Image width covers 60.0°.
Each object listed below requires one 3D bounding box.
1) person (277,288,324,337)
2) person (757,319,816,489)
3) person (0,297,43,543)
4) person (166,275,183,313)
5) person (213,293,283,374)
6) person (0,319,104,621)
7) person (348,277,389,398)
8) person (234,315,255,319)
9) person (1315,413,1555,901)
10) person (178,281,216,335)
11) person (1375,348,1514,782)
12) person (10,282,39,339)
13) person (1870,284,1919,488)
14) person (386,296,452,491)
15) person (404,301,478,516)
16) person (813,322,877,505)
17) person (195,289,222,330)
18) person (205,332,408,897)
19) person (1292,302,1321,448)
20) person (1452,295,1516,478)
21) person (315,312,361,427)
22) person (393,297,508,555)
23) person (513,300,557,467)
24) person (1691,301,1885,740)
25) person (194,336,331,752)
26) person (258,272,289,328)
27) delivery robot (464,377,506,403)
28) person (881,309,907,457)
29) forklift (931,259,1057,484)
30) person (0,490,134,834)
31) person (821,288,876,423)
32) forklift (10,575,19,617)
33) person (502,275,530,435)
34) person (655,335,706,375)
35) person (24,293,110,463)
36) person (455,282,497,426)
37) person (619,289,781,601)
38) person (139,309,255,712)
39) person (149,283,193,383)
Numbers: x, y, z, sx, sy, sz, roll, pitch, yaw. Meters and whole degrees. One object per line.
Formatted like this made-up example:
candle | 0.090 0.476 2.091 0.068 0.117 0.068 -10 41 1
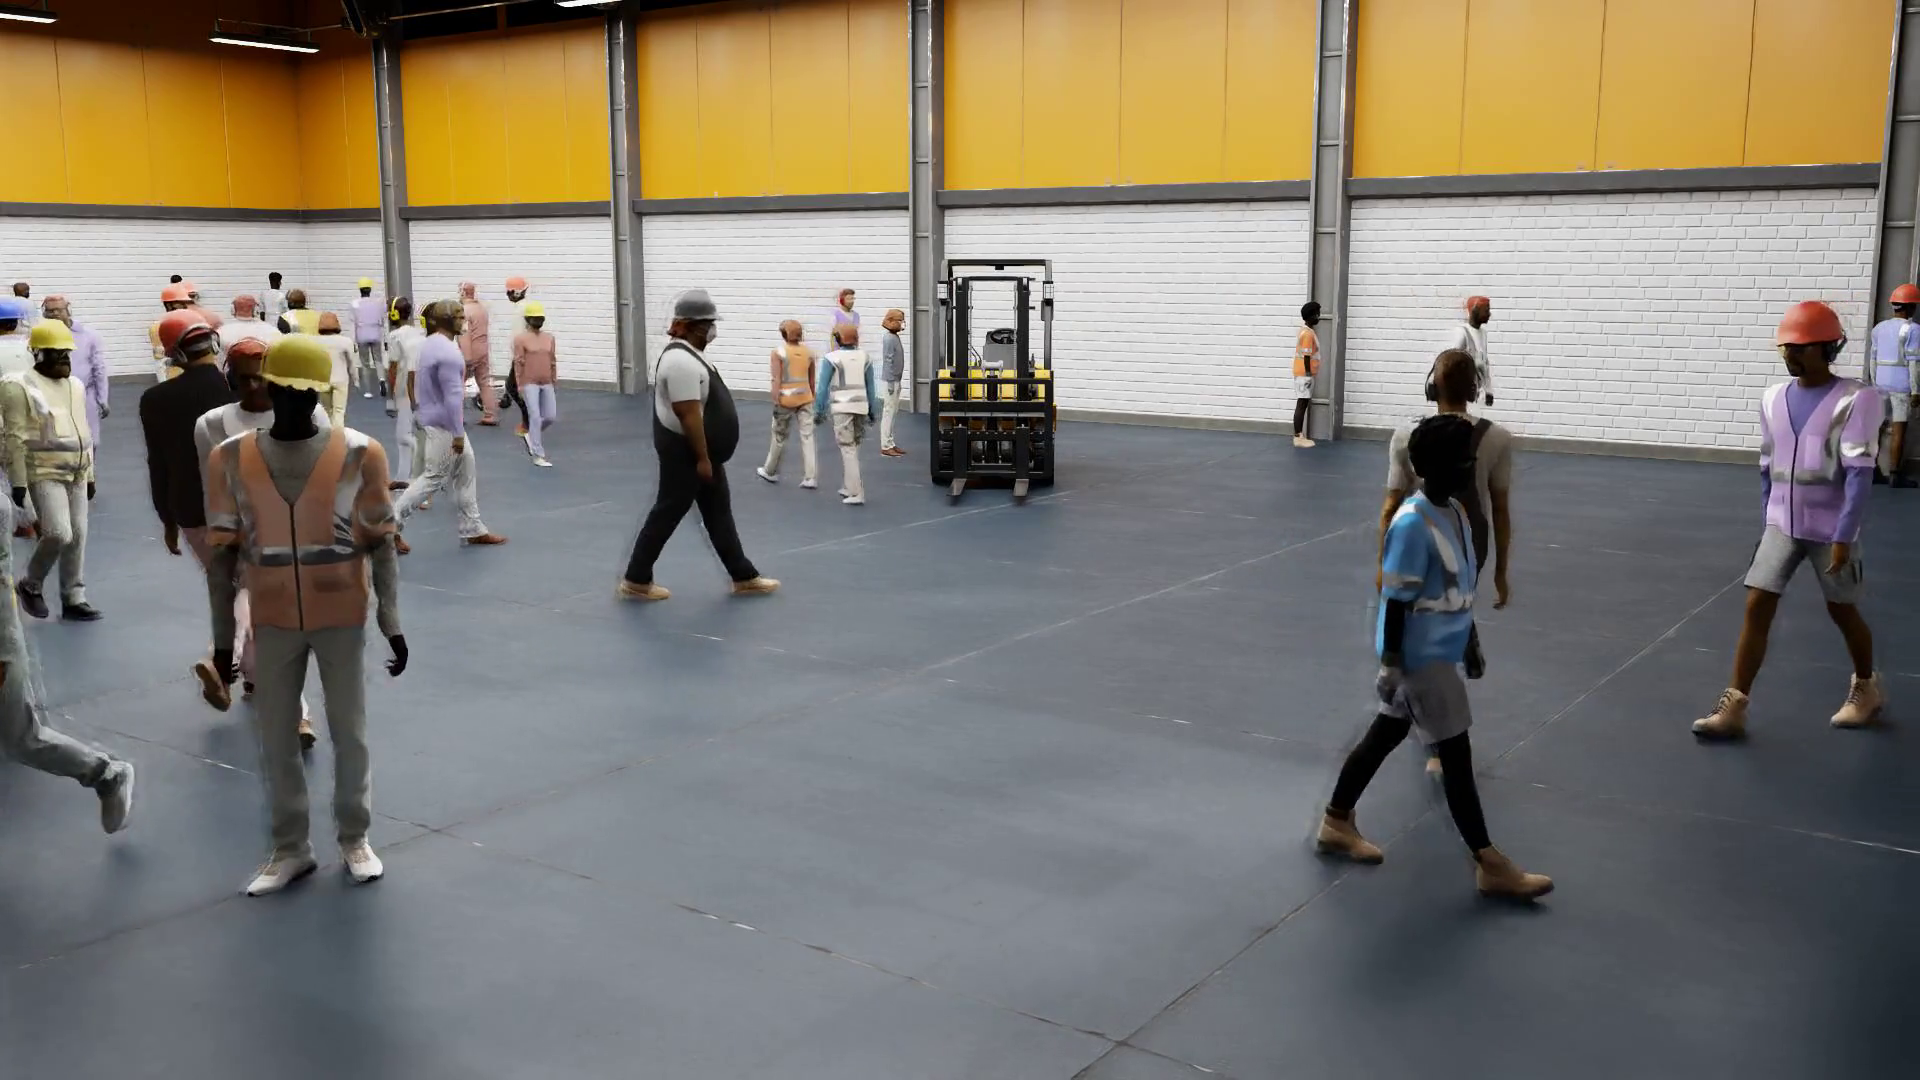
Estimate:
person | -8.025 -2.132 20.191 0.451 1.824 0.640 5 11 26
person | -1.630 -1.304 15.915 0.545 1.591 0.840 -7 12 -36
person | -7.108 -0.880 12.572 0.972 1.907 0.615 8 12 40
person | -13.749 -3.719 29.379 0.393 1.919 0.590 4 11 25
person | -6.489 -1.330 15.297 0.674 1.874 0.814 -7 12 -34
person | -5.381 -0.400 9.895 0.420 1.815 0.616 2 10 14
person | -9.269 -3.169 26.121 0.592 1.913 0.619 -6 11 -31
person | -7.963 -1.786 18.771 0.603 1.620 0.508 0 10 -2
person | 1.626 0.381 5.749 0.867 1.648 0.547 5 11 29
person | -8.457 -1.901 18.496 0.945 1.951 0.624 4 10 24
person | 2.061 0.084 7.109 0.524 1.799 0.951 0 10 2
person | -15.054 -3.226 26.699 0.636 1.824 0.516 5 11 25
person | 8.964 -1.468 15.910 0.361 1.939 0.543 -3 10 -17
person | -5.080 -1.347 15.474 0.772 1.844 0.533 2 10 12
person | -4.482 -1.118 14.199 0.517 1.817 1.002 -7 12 -37
person | -1.050 -1.133 14.861 0.532 1.608 0.739 -7 12 -37
person | -9.092 -2.096 19.872 0.659 1.876 0.680 -7 12 -35
person | -2.242 0.255 5.718 0.644 1.910 0.380 -2 10 -10
person | 4.025 -1.916 19.317 0.318 1.691 0.534 1 10 8
person | 5.033 -1.499 16.454 1.022 1.827 0.584 7 12 38
person | -6.937 -1.725 18.475 0.504 1.597 0.830 -1 10 -6
person | -3.900 -0.838 12.301 0.955 1.907 0.641 -5 11 -26
person | -4.503 -1.652 17.570 0.554 1.752 0.530 8 13 41
person | 3.865 -0.081 7.533 1.065 1.995 0.626 -5 11 -29
person | -3.042 0.011 7.427 0.595 1.819 1.018 -7 12 -35
person | -12.453 -3.902 30.347 0.603 1.959 0.380 1 10 4
delivery robot | -6.978 -2.228 24.273 0.707 0.478 0.477 6 11 31
person | -0.737 -1.744 18.458 0.266 1.631 0.507 1 10 8
forklift | 0.370 -1.738 16.759 1.214 2.155 2.313 1 10 3
person | -3.369 0.341 5.830 0.499 1.712 0.761 5 11 26
person | -1.572 -2.480 22.355 0.956 1.805 0.582 8 12 38
forklift | -5.296 -0.090 6.943 1.214 2.155 2.313 7 12 35
person | -5.449 -2.273 20.571 0.475 1.976 0.650 -2 10 -11
person | -2.585 -1.247 15.613 0.529 1.581 0.881 -4 10 -23
person | -7.986 -1.269 14.889 0.646 1.880 0.699 -6 11 -31
person | -6.464 -2.412 21.726 0.824 1.878 0.651 3 10 16
person | -1.711 -0.619 10.548 1.017 2.000 0.695 0 10 -2
person | -3.572 -0.129 7.955 0.650 1.942 0.803 -1 10 -5
person | -7.569 -1.513 16.168 0.347 1.943 0.544 3 10 15
